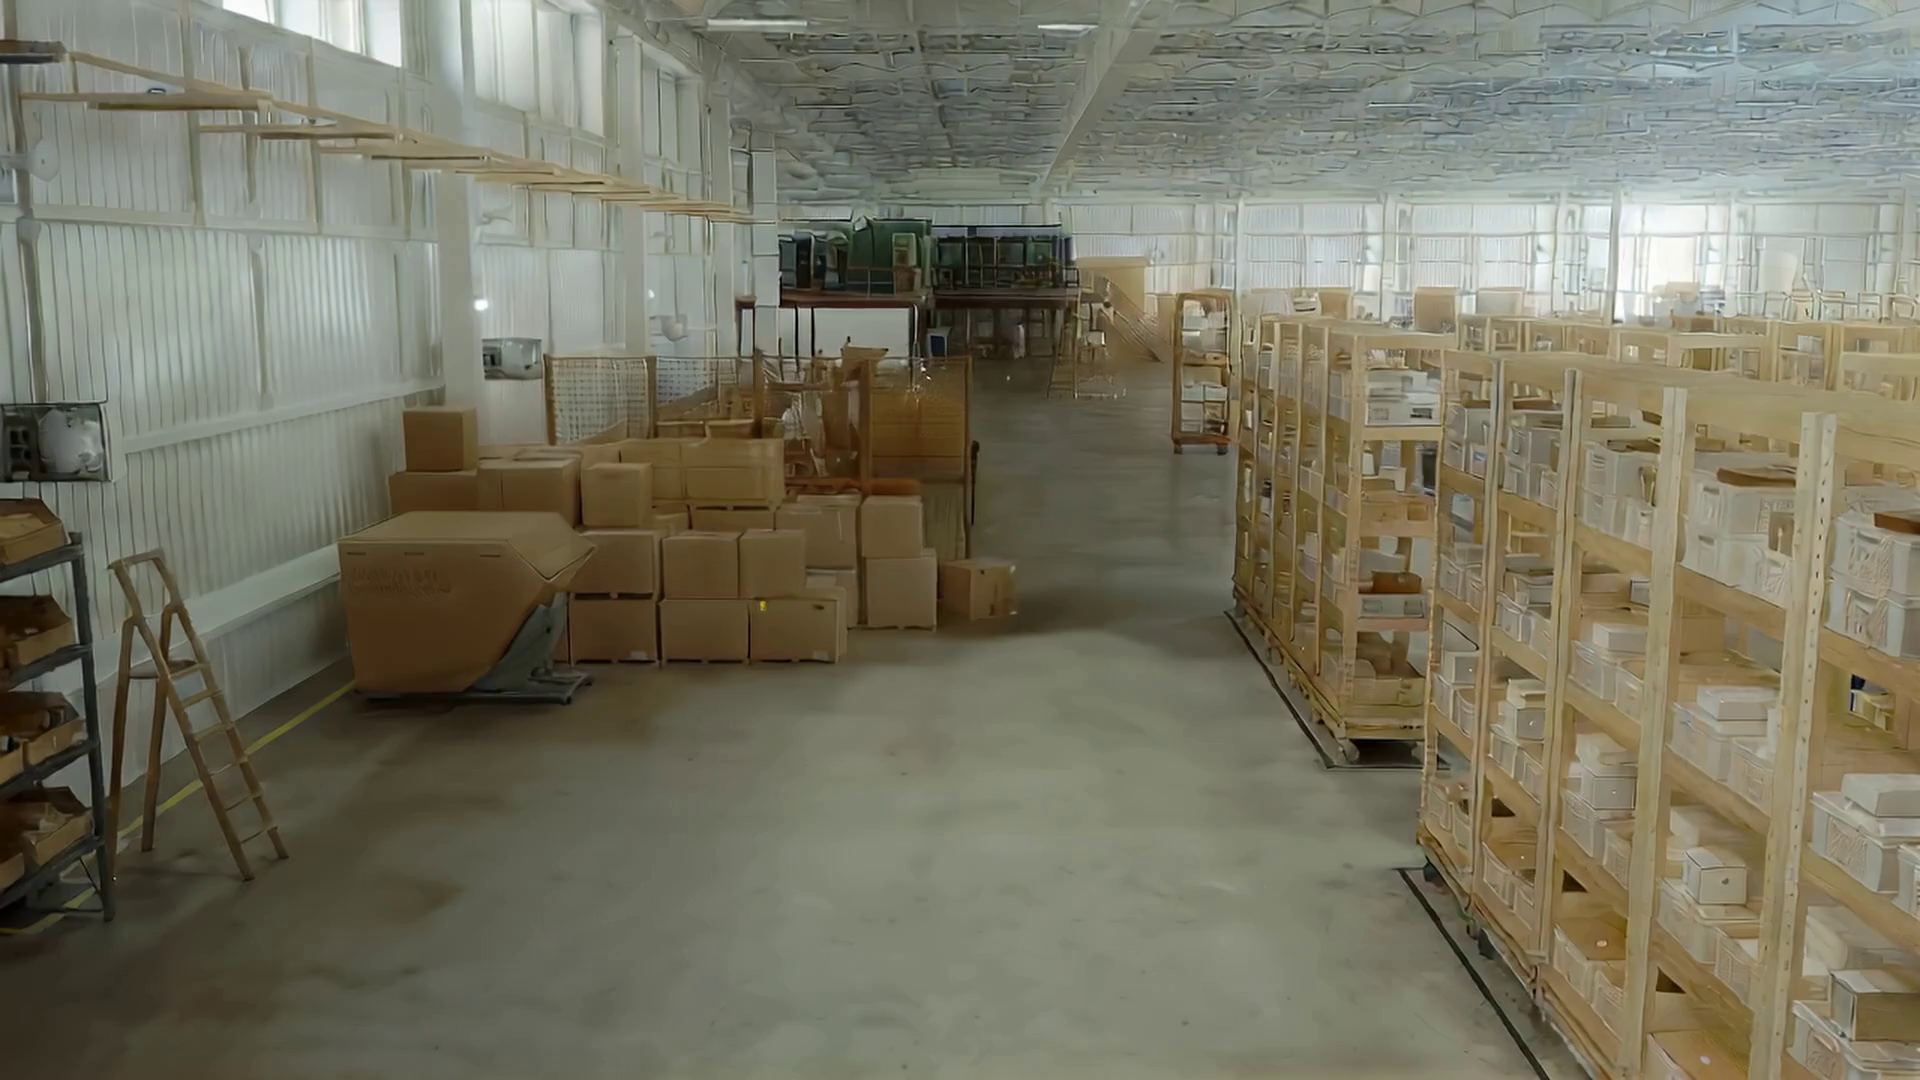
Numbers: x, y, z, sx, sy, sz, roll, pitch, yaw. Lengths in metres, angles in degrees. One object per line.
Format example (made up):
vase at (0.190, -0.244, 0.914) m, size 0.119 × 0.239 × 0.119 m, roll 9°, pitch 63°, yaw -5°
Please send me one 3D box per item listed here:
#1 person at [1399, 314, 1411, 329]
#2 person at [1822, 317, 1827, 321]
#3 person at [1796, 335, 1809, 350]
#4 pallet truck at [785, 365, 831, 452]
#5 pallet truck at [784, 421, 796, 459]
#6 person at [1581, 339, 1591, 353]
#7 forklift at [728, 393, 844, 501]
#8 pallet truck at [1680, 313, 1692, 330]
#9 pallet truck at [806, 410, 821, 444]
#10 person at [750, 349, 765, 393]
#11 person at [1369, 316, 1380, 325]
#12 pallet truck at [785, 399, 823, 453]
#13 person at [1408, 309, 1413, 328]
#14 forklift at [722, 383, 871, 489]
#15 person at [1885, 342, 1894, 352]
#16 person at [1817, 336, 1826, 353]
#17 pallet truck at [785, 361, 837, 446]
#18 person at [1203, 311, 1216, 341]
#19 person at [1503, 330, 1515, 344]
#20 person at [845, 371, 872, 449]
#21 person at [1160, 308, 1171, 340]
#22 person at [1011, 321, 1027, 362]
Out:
person at (23.148, -10.828, 86.569) m, size 0.622 × 1.840 × 0.430 m, roll 4°, pitch 10°, yaw 22°
person at (45.796, -11.036, 88.388) m, size 0.782 × 1.662 × 0.544 m, roll -4°, pitch 10°, yaw -26°
person at (32.875, -7.449, 65.097) m, size 0.632 × 2.000 × 0.701 m, roll 5°, pitch 10°, yaw 28°
pallet truck at (-3.774, -2.976, 37.635) m, size 1.885 × 1.965 × 0.823 m, roll 1°, pitch 9°, yaw 5°
pallet truck at (-4.013, -1.793, 32.705) m, size 1.601 × 1.201 × 0.680 m, roll 0°, pitch 9°, yaw 1°
person at (25.350, -7.668, 67.185) m, size 1.047 × 1.804 × 0.502 m, roll -2°, pitch 9°, yaw -10°
forklift at (-2.979, -1.316, 26.476) m, size 2.680 × 1.987 × 1.157 m, roll 0°, pitch 9°, yaw 1°
pallet truck at (36.315, -10.531, 84.244) m, size 0.823 × 1.965 × 1.885 m, roll -6°, pitch 11°, yaw -33°
pallet truck at (-3.559, -2.018, 33.905) m, size 1.522 × 1.261 × 0.704 m, roll 0°, pitch 9°, yaw -1°
person at (-5.402, -4.036, 44.097) m, size 0.420 × 2.033 × 0.612 m, roll 3°, pitch 10°, yaw 18°
person at (20.202, -9.996, 81.275) m, size 0.659 × 1.882 × 1.023 m, roll 9°, pitch 13°, yaw 43°
pallet truck at (-3.814, -2.432, 36.419) m, size 1.630 × 1.274 × 0.653 m, roll 0°, pitch 9°, yaw 1°
person at (25.597, -12.178, 94.649) m, size 0.395 × 1.920 × 0.584 m, roll 6°, pitch 11°, yaw 32°
forklift at (-2.893, -1.687, 28.729) m, size 2.680 × 1.987 × 1.157 m, roll 0°, pitch 9°, yaw -1°
person at (32.808, -6.322, 58.375) m, size 0.606 × 1.966 × 0.367 m, roll 6°, pitch 11°, yaw 32°
person at (31.581, -6.709, 61.098) m, size 0.450 × 1.854 × 0.563 m, roll -2°, pitch 9°, yaw -12°
pallet truck at (-3.410, -3.193, 38.978) m, size 1.885 × 1.965 × 0.823 m, roll 0°, pitch 9°, yaw -1°
person at (14.610, -12.486, 96.896) m, size 0.876 × 1.811 × 0.626 m, roll 8°, pitch 12°, yaw 40°
person at (23.271, -8.277, 70.557) m, size 0.563 × 1.923 × 0.650 m, roll -3°, pitch 10°, yaw -16°
person at (-2.307, -2.941, 37.807) m, size 0.646 × 1.876 × 0.848 m, roll 2°, pitch 9°, yaw 10°
person at (12.134, -12.684, 97.735) m, size 0.785 × 1.922 × 0.645 m, roll 2°, pitch 9°, yaw 10°
person at (2.650, -8.903, 74.604) m, size 0.647 × 1.865 × 0.590 m, roll 0°, pitch 9°, yaw 1°
